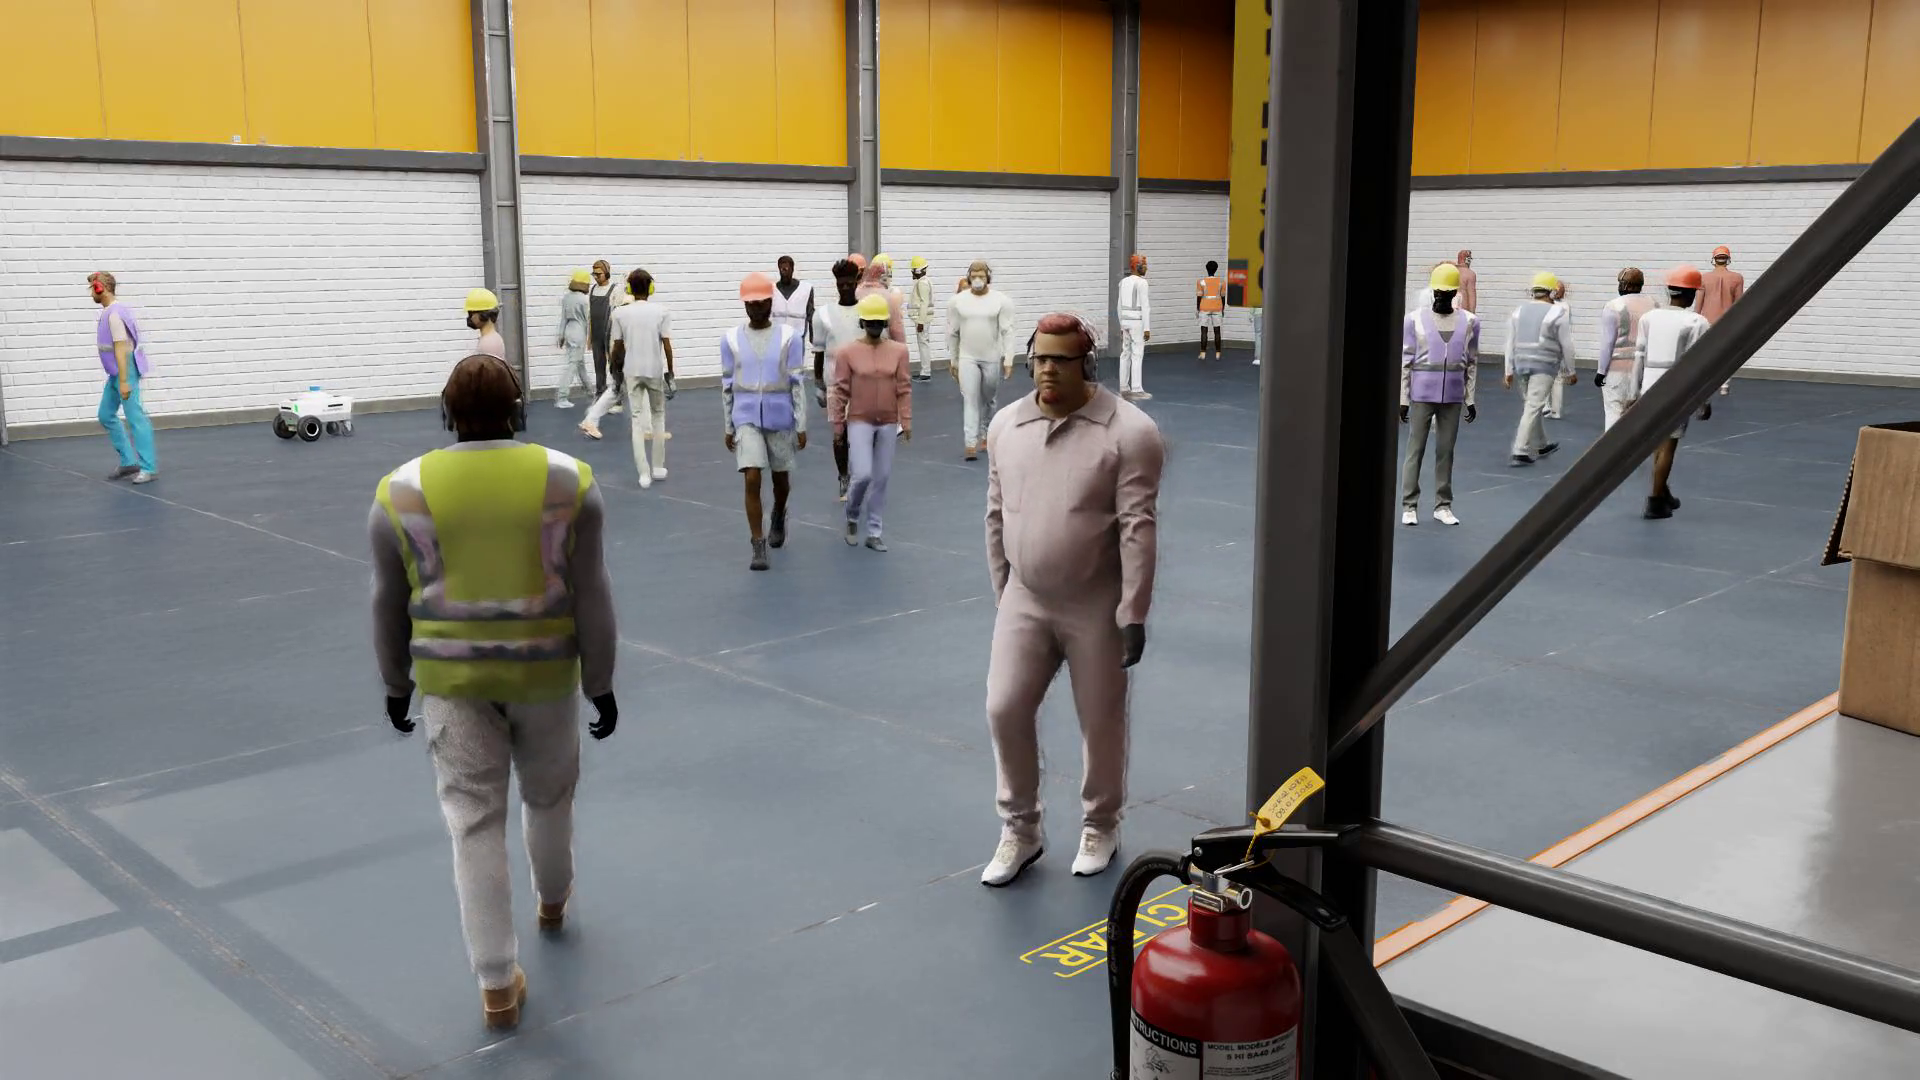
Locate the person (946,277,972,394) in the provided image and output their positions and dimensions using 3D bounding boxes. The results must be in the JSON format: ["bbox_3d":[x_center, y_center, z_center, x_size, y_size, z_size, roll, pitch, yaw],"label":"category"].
[{"bbox_3d":[0.077,-2.563,21.310,0.498,1.611,0.667,0,10,2],"label":"person"}]

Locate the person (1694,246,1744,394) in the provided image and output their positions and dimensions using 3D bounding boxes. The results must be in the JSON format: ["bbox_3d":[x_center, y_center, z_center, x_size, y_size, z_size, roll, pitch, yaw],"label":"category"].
[{"bbox_3d":[10.195,-2.952,22.385,0.608,1.989,0.386,4,11,19],"label":"person"}]

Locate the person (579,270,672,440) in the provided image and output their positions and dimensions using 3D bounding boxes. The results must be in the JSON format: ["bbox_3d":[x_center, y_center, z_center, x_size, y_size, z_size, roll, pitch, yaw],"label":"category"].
[{"bbox_3d":[-3.528,-1.910,17.284,0.923,1.792,0.630,-2,11,-10],"label":"person"}]

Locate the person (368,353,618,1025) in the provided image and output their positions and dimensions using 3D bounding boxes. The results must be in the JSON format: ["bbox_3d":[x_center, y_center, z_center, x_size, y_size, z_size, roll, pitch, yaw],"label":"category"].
[{"bbox_3d":[-1.321,0.370,4.763,0.657,1.800,0.934,-3,11,-14],"label":"person"}]

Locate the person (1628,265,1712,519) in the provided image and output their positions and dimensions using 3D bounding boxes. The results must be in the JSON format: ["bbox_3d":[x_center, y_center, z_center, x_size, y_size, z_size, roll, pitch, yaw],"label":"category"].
[{"bbox_3d":[5.452,-1.119,12.605,0.770,1.905,0.569,-7,13,-34],"label":"person"}]

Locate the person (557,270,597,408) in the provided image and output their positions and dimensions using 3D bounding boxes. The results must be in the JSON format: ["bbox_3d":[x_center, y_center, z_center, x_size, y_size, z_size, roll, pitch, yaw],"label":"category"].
[{"bbox_3d":[-4.713,-2.509,20.756,0.501,1.686,0.906,8,13,38],"label":"person"}]

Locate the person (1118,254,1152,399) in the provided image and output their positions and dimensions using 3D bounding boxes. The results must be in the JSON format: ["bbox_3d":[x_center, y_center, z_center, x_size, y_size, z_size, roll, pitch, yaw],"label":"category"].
[{"bbox_3d":[2.284,-2.782,21.745,0.339,1.882,0.581,-6,12,-30],"label":"person"}]

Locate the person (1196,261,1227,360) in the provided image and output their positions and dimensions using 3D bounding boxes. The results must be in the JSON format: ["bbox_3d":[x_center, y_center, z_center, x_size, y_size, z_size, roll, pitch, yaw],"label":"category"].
[{"bbox_3d":[4.313,-3.950,28.622,0.540,1.696,0.315,-1,10,-5],"label":"person"}]

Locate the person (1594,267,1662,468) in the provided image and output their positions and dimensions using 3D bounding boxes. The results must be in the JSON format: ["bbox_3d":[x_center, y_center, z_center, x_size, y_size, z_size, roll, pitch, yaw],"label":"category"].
[{"bbox_3d":[6.074,-1.564,15.219,0.626,1.844,0.429,-4,11,-20],"label":"person"}]

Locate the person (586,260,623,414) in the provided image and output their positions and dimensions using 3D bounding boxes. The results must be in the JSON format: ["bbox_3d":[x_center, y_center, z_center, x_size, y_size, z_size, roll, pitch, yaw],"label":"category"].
[{"bbox_3d":[-4.263,-2.433,19.964,0.504,1.840,0.345,5,12,26],"label":"person"}]

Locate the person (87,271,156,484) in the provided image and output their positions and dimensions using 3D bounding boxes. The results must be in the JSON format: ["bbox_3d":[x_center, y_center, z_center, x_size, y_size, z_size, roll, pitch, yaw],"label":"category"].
[{"bbox_3d":[-7.262,-1.403,14.387,0.458,1.816,0.682,-7,12,-33],"label":"person"}]

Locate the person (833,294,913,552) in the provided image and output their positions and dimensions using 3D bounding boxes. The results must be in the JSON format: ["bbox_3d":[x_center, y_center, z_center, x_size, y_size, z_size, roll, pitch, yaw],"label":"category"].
[{"bbox_3d":[-0.578,-0.779,11.189,0.522,1.749,0.366,-4,11,-22],"label":"person"}]

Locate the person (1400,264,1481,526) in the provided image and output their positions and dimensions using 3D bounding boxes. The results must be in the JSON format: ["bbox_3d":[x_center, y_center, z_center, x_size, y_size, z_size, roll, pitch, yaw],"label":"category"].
[{"bbox_3d":[3.527,-1.062,12.253,0.589,1.924,0.384,0,10,-2],"label":"person"}]

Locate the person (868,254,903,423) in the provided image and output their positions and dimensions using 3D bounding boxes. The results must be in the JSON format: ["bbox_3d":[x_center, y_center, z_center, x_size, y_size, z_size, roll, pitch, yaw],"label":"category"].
[{"bbox_3d":[-0.821,-2.081,17.794,0.364,1.930,0.588,-7,12,-32],"label":"person"}]

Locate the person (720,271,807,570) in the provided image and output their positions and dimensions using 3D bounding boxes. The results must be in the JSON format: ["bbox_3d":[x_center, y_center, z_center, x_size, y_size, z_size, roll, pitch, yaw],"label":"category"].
[{"bbox_3d":[-1.280,-0.800,10.871,0.551,1.910,0.845,-1,10,-4],"label":"person"}]

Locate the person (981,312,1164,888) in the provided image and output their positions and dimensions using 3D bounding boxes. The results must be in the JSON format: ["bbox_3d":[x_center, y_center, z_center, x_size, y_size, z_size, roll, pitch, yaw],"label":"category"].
[{"bbox_3d":[0.328,0.213,5.421,0.659,1.885,0.690,5,11,24],"label":"person"}]

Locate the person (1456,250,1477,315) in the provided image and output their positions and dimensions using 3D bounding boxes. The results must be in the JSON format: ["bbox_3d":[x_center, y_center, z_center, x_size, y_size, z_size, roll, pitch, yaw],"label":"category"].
[{"bbox_3d":[8.016,-3.678,26.593,0.402,1.902,0.640,-6,12,-28],"label":"person"}]

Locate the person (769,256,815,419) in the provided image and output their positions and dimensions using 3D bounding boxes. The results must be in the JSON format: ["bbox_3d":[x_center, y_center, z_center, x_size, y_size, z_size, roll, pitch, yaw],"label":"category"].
[{"bbox_3d":[-2.000,-2.317,19.190,0.631,1.884,0.844,1,10,6],"label":"person"}]

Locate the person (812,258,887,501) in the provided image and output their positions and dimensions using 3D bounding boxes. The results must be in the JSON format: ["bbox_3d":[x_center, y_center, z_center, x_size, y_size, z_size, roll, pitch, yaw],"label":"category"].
[{"bbox_3d":[-0.888,-1.303,13.496,0.631,1.948,0.550,-1,10,-7],"label":"person"}]

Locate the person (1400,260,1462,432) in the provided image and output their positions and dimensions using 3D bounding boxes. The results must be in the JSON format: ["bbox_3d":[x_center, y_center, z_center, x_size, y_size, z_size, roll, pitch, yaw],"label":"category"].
[{"bbox_3d":[5.135,-2.092,18.030,0.599,1.865,0.653,-5,11,-24],"label":"person"}]

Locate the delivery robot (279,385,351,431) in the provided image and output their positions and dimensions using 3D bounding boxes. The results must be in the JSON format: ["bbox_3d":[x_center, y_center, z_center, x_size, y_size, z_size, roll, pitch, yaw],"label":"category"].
[{"bbox_3d":[-6.779,-1.387,17.505,0.477,0.478,0.707,7,13,34],"label":"delivery robot"}]

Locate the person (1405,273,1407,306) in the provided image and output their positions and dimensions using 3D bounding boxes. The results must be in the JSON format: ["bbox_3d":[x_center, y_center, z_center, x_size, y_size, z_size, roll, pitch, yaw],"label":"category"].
[{"bbox_3d":[6.524,-3.522,25.477,0.612,1.995,0.382,-2,11,-9],"label":"person"}]

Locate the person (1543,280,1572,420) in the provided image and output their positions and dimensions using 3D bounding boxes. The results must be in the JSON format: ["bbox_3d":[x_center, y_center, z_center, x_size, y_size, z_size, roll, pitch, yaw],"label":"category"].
[{"bbox_3d":[6.849,-2.208,19.320,0.540,1.621,0.449,-5,12,-27],"label":"person"}]

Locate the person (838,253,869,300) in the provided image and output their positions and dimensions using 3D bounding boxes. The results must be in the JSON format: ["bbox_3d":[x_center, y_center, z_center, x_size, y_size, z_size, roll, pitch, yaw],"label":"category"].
[{"bbox_3d":[-1.207,-2.398,19.563,0.566,1.922,0.428,6,12,32],"label":"person"}]

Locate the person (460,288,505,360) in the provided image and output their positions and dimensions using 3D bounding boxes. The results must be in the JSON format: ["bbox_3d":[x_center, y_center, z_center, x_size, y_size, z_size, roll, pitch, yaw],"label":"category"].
[{"bbox_3d":[-3.318,-0.881,11.698,0.324,1.766,0.533,-2,11,-13],"label":"person"}]

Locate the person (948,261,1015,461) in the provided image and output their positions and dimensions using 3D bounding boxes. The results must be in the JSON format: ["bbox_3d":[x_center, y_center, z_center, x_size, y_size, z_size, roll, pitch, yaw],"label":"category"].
[{"bbox_3d":[0.203,-1.737,16.050,0.648,1.889,1.014,1,10,4],"label":"person"}]

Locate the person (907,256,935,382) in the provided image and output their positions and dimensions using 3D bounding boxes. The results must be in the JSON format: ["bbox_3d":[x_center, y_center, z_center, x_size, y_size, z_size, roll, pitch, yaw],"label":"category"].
[{"bbox_3d":[-0.574,-3.222,24.290,0.403,1.828,0.598,0,10,1],"label":"person"}]

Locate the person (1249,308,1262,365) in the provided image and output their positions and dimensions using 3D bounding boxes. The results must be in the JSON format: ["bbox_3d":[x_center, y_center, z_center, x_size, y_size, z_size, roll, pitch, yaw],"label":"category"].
[{"bbox_3d":[5.037,-3.714,27.509,0.507,1.632,0.267,0,10,1],"label":"person"}]

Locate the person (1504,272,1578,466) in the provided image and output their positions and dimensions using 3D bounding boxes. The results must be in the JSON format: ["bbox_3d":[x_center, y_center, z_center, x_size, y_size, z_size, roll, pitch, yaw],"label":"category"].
[{"bbox_3d":[5.446,-1.594,15.524,0.957,1.780,0.587,-7,12,-33],"label":"person"}]

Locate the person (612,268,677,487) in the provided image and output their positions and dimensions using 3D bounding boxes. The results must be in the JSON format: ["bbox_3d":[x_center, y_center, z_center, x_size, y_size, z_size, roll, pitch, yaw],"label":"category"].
[{"bbox_3d":[-2.720,-1.406,14.339,0.555,1.842,0.767,-1,10,-8],"label":"person"}]

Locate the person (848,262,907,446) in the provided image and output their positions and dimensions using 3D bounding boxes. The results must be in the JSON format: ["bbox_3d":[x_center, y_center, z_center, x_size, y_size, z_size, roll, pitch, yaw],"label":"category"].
[{"bbox_3d":[-0.795,-1.888,16.942,1.005,1.853,0.647,-9,14,-40],"label":"person"}]
